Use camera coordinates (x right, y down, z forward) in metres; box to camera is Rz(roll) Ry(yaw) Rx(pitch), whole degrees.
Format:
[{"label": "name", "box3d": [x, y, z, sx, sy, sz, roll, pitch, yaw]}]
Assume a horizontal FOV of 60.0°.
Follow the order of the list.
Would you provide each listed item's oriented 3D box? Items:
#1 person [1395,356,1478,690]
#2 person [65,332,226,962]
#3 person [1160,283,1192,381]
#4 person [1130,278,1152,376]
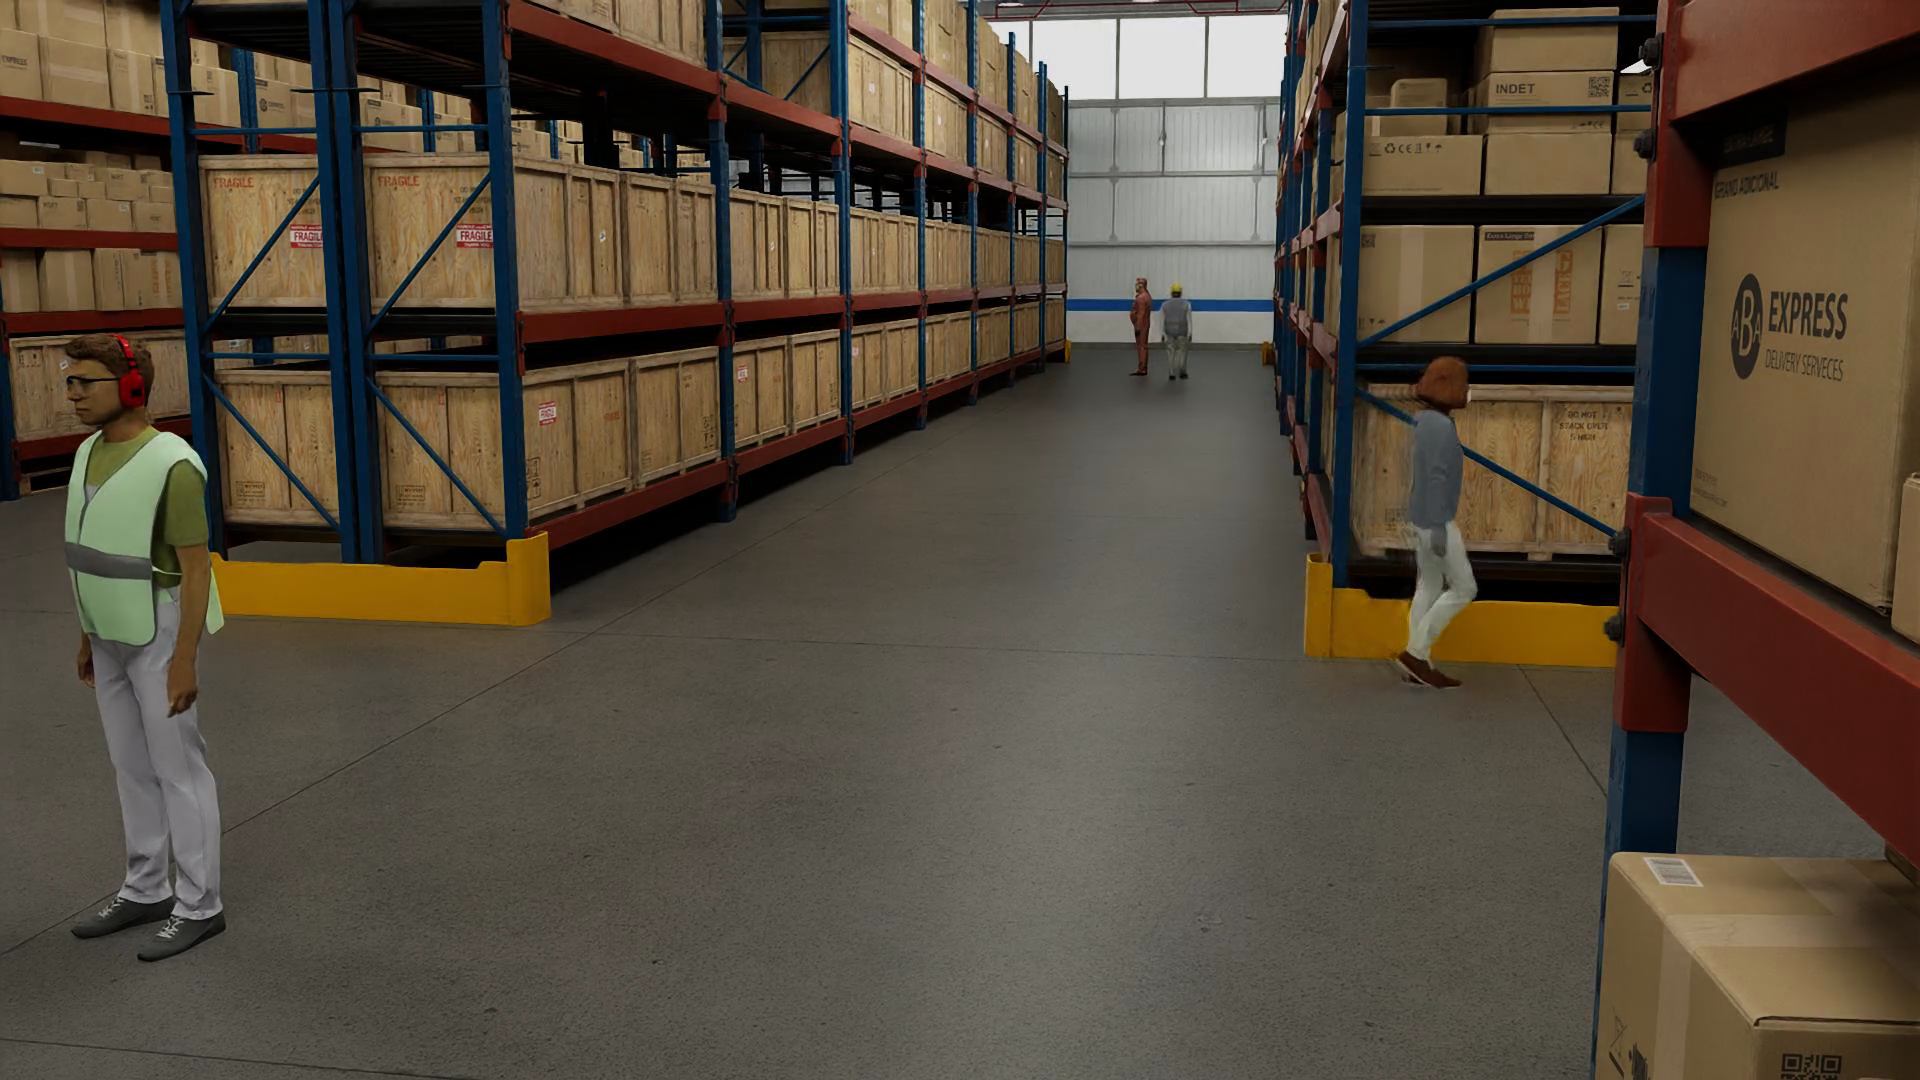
[{"label": "person", "box3d": [2.320, -0.070, 7.987, 0.341, 1.620, 0.520, 2, 9, 10]}, {"label": "person", "box3d": [-2.426, 0.310, 4.960, 0.563, 1.848, 0.389, 6, 11, 33]}, {"label": "person", "box3d": [4.076, -3.894, 31.168, 0.632, 1.799, 0.776, 3, 10, 19]}, {"label": "person", "box3d": [3.534, -4.172, 32.584, 0.409, 1.909, 0.642, 3, 9, 15]}]
